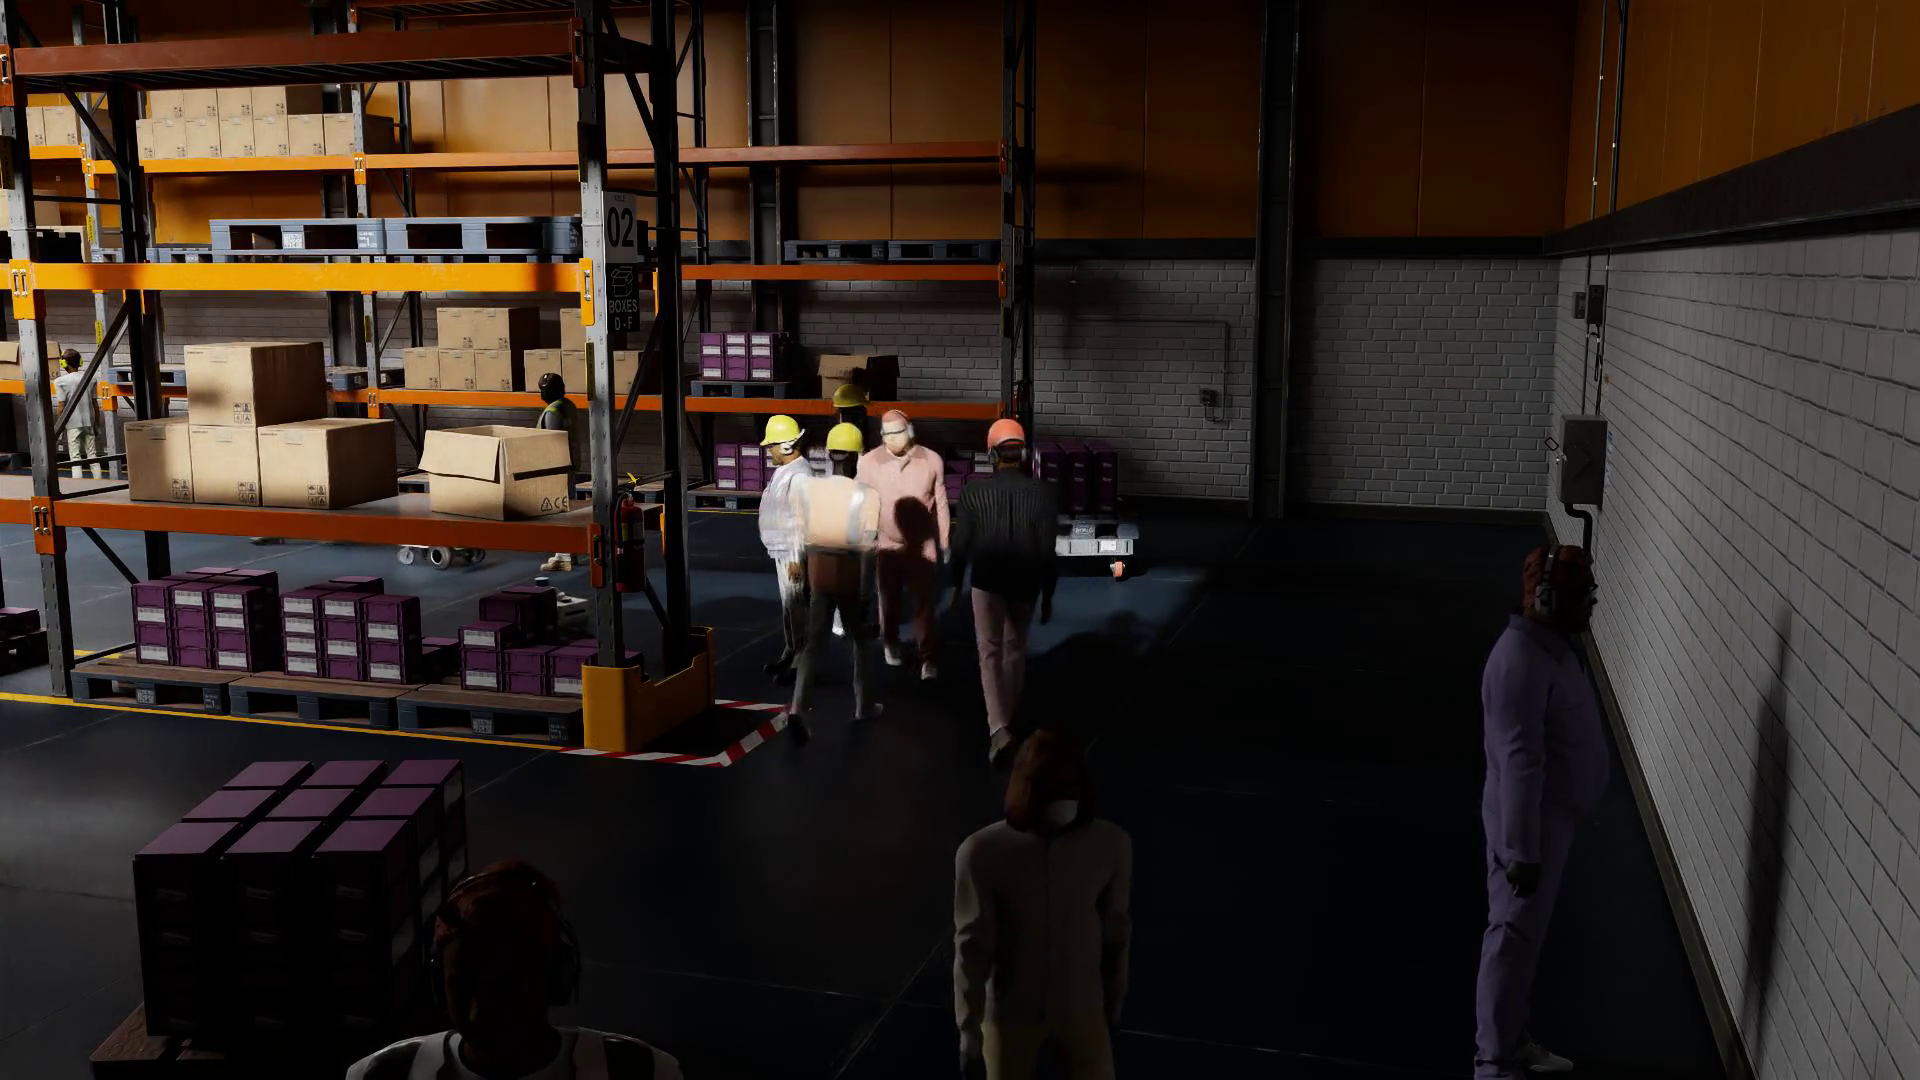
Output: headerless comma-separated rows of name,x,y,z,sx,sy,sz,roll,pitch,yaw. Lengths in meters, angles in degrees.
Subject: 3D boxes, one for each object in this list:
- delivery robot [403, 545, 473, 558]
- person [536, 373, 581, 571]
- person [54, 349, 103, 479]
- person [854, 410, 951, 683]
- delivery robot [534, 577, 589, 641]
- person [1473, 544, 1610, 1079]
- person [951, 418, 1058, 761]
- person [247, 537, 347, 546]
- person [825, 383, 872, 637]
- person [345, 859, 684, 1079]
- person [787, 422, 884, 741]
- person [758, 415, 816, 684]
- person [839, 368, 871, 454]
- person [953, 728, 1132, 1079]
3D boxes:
delivery robot,-4.922,-0.078,15.686,0.707,0.478,0.477,5,11,30
person,-3.742,-0.629,15.437,0.430,1.839,0.619,0,9,2
person,-10.318,-1.300,19.455,0.328,1.862,0.520,6,11,34
person,-0.389,0.025,11.472,0.685,1.863,0.917,-2,9,-10
delivery robot,-3.029,0.514,12.073,0.707,0.478,0.477,7,11,35
person,1.952,0.952,5.583,0.403,1.906,0.652,4,10,25
person,0.262,0.277,9.651,0.622,1.946,1.005,0,9,-2
person,-6.643,-0.865,16.715,1.035,1.896,0.625,-2,9,-11
person,-0.846,-0.231,12.724,0.361,1.930,0.588,1,9,5
person,-0.715,1.436,2.705,0.573,1.883,0.356,-1,9,-7
person,-0.756,0.240,9.996,0.587,1.890,0.934,4,10,22
person,-1.160,0.061,11.269,0.403,1.822,0.588,-3,10,-16
person,-0.952,-0.829,16.755,0.932,1.797,0.537,1,9,6
person,0.228,1.293,4.395,0.505,1.618,0.508,-1,9,-9
